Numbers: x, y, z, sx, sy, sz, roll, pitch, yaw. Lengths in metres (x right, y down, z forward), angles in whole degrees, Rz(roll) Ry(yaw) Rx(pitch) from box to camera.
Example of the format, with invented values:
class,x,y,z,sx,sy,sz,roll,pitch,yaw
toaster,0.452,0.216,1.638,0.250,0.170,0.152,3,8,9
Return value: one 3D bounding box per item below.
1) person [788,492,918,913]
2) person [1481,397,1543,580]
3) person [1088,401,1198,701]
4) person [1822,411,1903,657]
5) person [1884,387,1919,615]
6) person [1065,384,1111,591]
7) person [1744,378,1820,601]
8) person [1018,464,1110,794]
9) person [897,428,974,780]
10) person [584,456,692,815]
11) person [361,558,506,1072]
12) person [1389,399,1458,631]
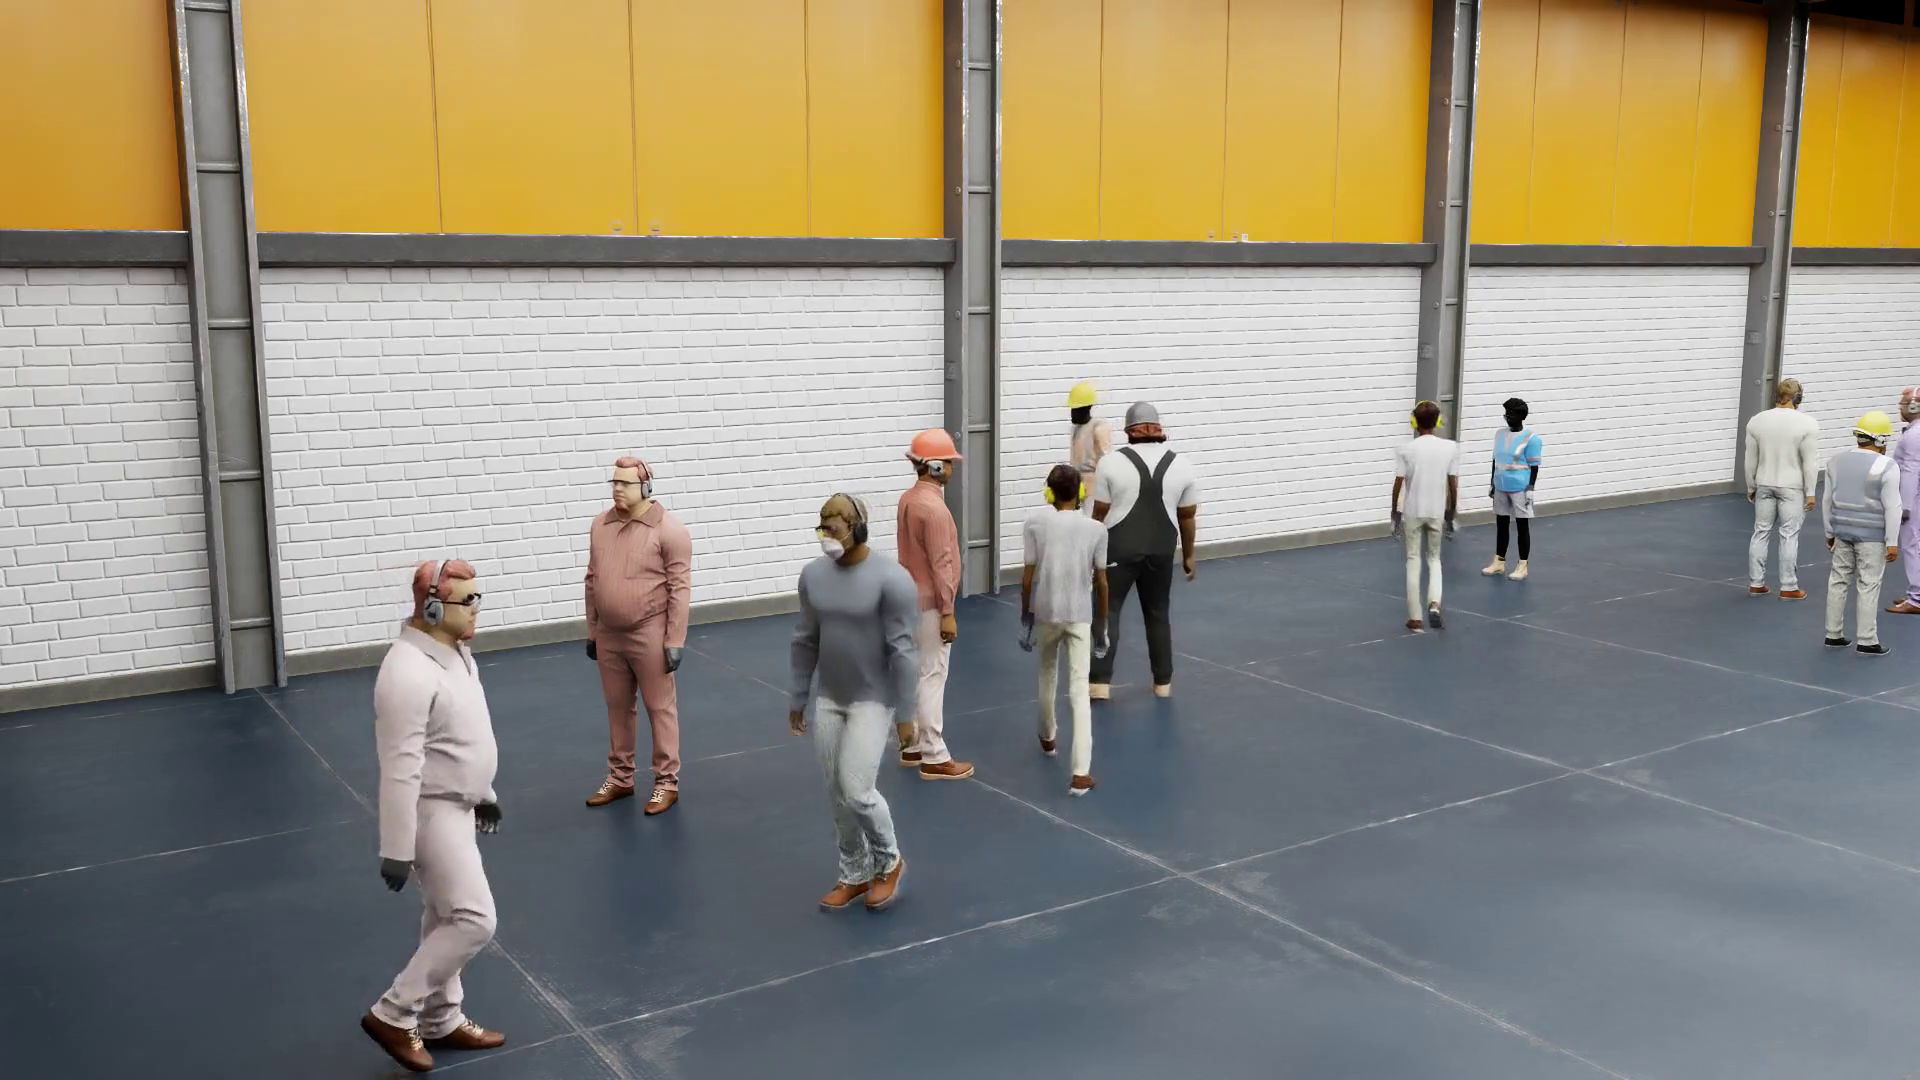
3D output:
class,x,y,z,sx,sy,sz,roll,pitch,yaw
person,-0.488,0.738,7.430,0.650,1.916,0.442,7,12,38
person,5.130,-0.478,15.437,0.321,1.692,0.529,-6,11,-31
person,1.158,0.066,11.108,0.873,2.000,0.641,-2,10,-13
person,6.754,-0.050,12.435,0.404,1.830,0.600,-4,10,-25
person,8.012,-0.332,13.982,0.415,1.894,0.659,8,12,39
person,1.111,-0.420,14.518,0.637,1.887,0.658,-3,10,-20
person,7.136,-0.437,14.464,0.372,1.934,0.627,-7,12,-37
person,0.593,0.469,9.510,0.530,1.764,1.092,0,9,2
person,-0.165,0.358,9.484,0.378,1.996,0.611,-4,10,-22
person,-1.742,0.502,8.872,0.642,1.913,0.409,4,10,25
person,-1.860,0.991,5.994,0.424,1.888,0.668,-1,10,-8
person,3.669,-0.187,13.168,0.544,1.860,0.411,0,9,2
